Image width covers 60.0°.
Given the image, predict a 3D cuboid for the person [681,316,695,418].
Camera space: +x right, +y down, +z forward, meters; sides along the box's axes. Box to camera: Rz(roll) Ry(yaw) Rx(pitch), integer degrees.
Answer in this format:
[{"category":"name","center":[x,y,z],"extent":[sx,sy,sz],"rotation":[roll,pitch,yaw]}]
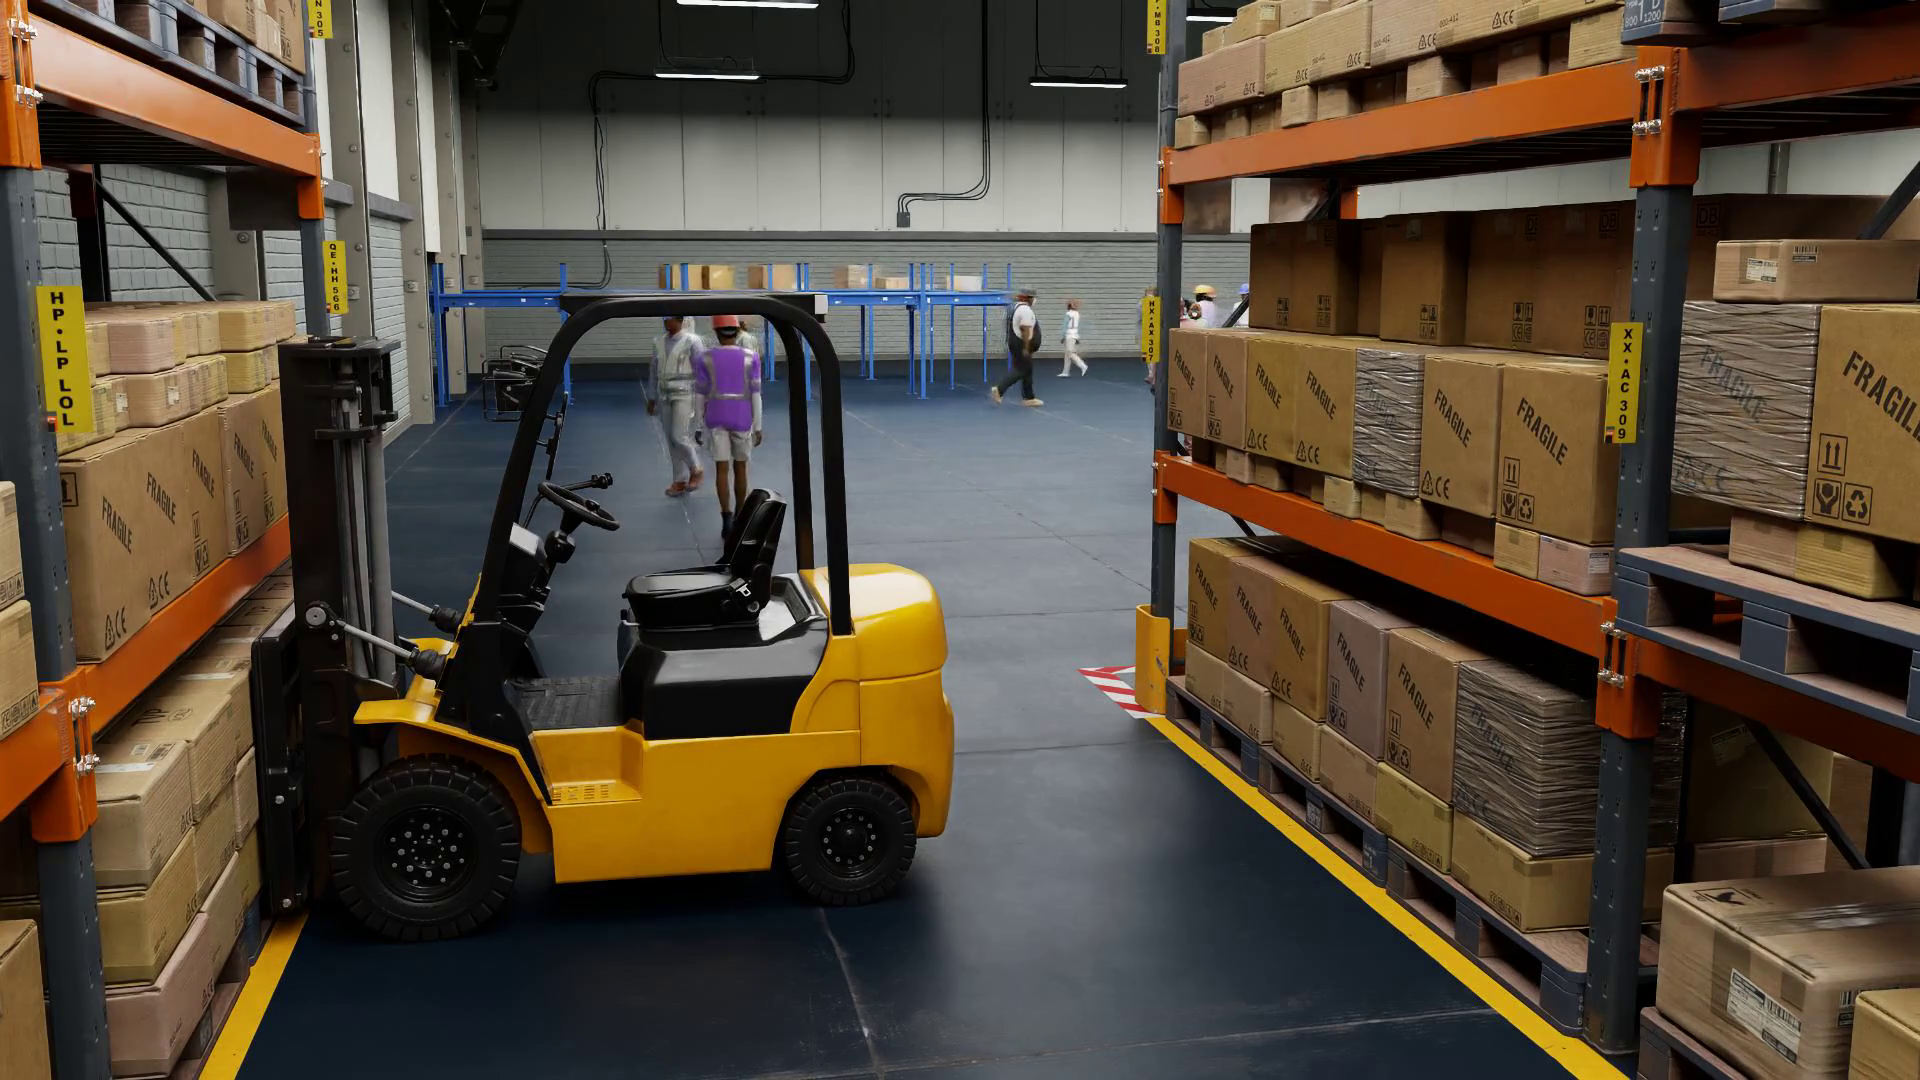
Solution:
[{"category":"person","center":[-4.126,-2.768,24.993],"extent":[0.312,1.860,0.511],"rotation":[-1,9,-6]}]

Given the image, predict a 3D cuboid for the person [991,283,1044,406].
[{"category":"person","center":[0.929,-3.163,26.959],"extent":[0.851,2.000,0.711],"rotation":[-1,9,-9]}]

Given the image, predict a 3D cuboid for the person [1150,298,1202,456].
[{"category":"person","center":[2.495,-1.847,19.222],"extent":[0.651,1.904,0.403],"rotation":[-3,10,-19]}]

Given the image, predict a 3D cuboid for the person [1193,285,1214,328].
[{"category":"person","center":[4.657,-4.001,32.357],"extent":[0.588,1.898,0.725],"rotation":[-8,12,-39]}]

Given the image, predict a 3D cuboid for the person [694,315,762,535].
[{"category":"person","center":[-1.966,-1.007,14.116],"extent":[0.564,1.903,0.819],"rotation":[-2,9,-11]}]

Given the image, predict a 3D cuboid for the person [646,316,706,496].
[{"category":"person","center":[-2.807,-1.397,16.385],"extent":[0.617,1.931,0.438],"rotation":[7,12,36]}]

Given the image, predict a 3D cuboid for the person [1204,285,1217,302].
[{"category":"person","center":[4.876,-4.157,33.356],"extent":[0.498,1.886,0.652],"rotation":[0,9,1]}]

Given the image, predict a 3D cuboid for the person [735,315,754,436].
[{"category":"person","center":[-2.908,-2.184,22.105],"extent":[0.380,1.622,0.536],"rotation":[-3,10,-19]}]

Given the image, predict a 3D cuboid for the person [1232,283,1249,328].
[{"category":"person","center":[5.329,-3.805,31.030],"extent":[0.615,1.942,0.407],"rotation":[7,12,38]}]

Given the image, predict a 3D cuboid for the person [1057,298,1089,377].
[{"category":"person","center":[2.309,-4.116,33.897],"extent":[0.687,1.618,0.516],"rotation":[4,10,25]}]

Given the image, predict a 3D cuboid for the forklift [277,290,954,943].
[{"category":"forklift","center":[-1.179,0.175,6.143],"extent":[2.313,2.155,1.214],"rotation":[-2,10,-12]}]

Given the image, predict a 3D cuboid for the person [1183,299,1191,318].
[{"category":"person","center":[4.123,-3.561,30.339],"extent":[0.422,1.676,0.572],"rotation":[8,13,42]}]

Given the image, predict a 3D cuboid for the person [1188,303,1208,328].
[{"category":"person","center":[4.058,-3.293,28.855],"extent":[0.498,1.633,0.284],"rotation":[-2,9,-11]}]

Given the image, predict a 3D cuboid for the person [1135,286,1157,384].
[{"category":"person","center":[3.739,-3.982,32.322],"extent":[0.677,1.889,1.060],"rotation":[4,10,22]}]
